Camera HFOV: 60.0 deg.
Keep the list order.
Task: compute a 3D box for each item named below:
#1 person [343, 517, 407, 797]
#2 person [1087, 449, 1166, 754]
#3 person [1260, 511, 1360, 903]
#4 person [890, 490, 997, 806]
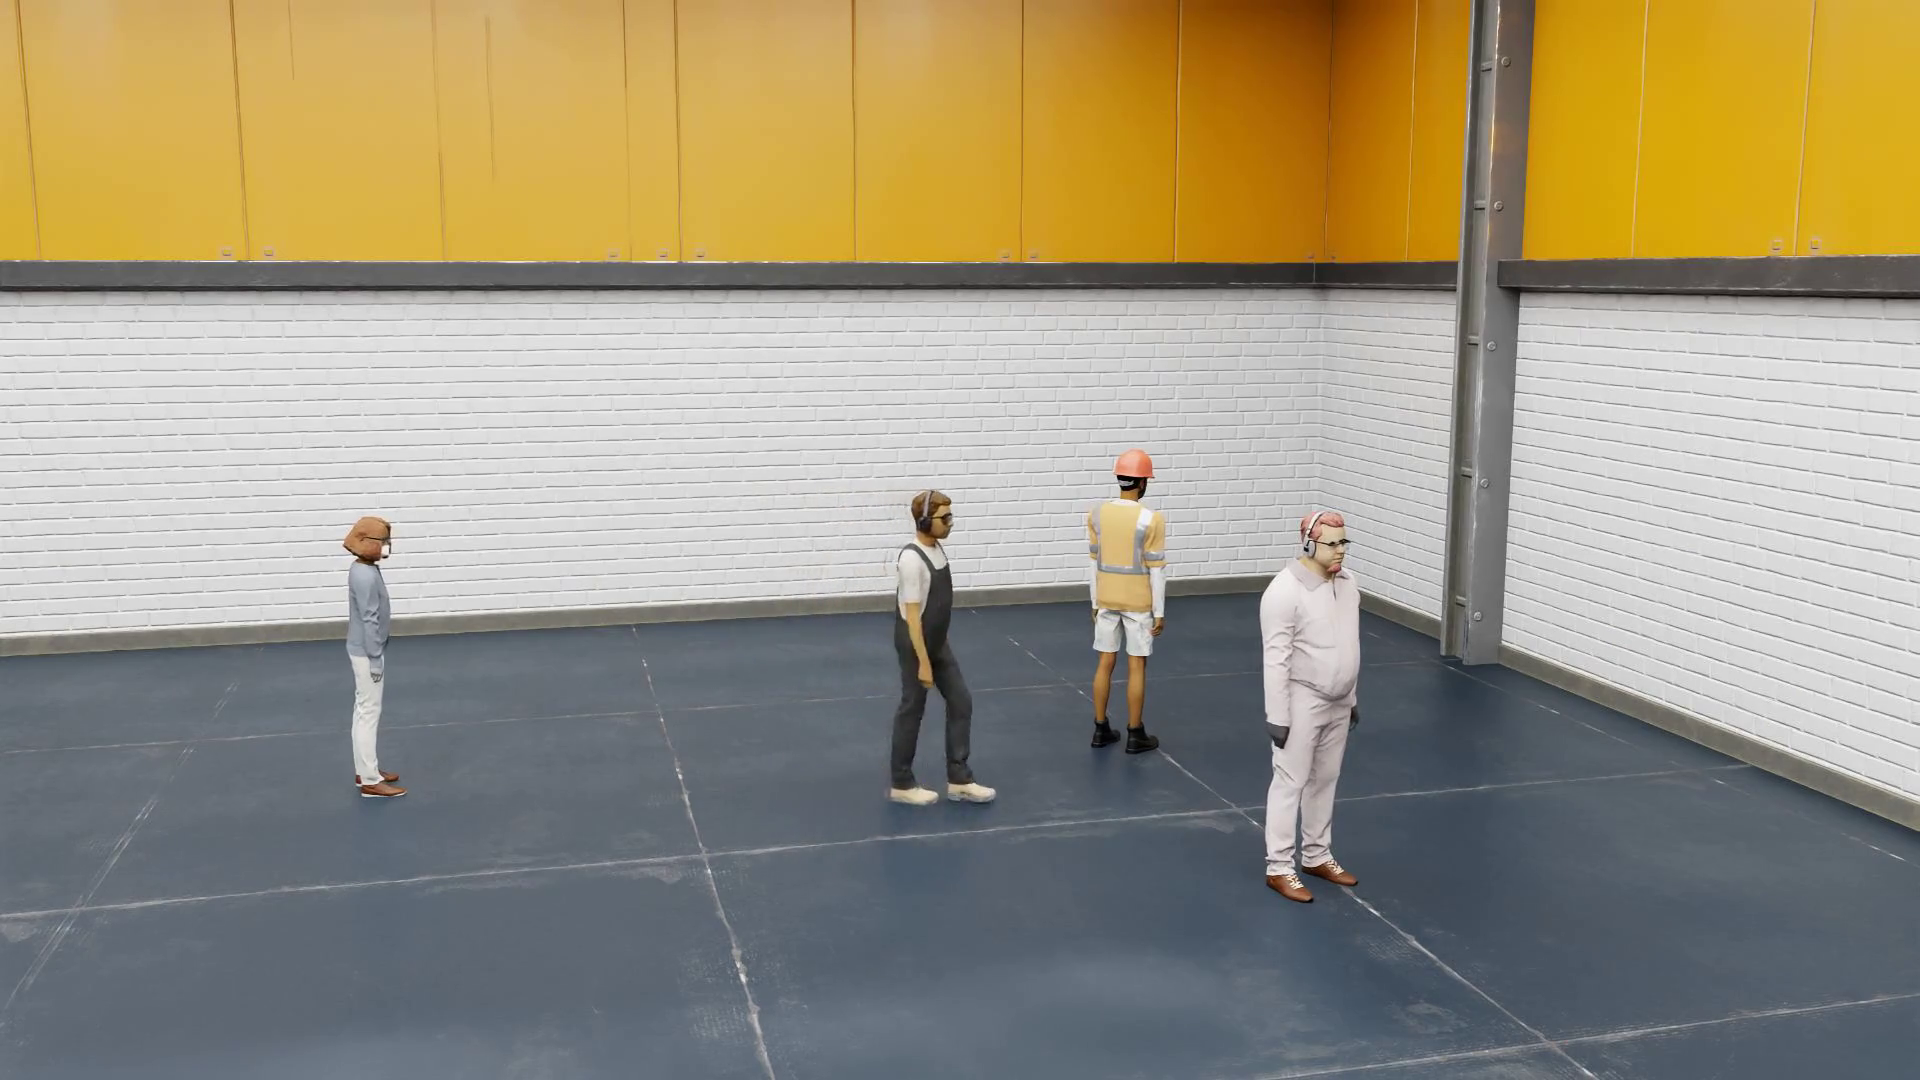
[{"bbox_3d":[-3.427,0.670,9.702,0.288,1.633,0.501,-4,10,-23],"label":"person"},{"bbox_3d":[1.072,0.388,10.554,0.541,1.932,0.382,6,11,33],"label":"person"},{"bbox_3d":[1.733,0.798,8.091,0.645,1.902,0.403,-8,12,-41],"label":"person"},{"bbox_3d":[-0.087,0.629,9.356,0.743,1.821,0.554,3,10,20],"label":"person"}]
